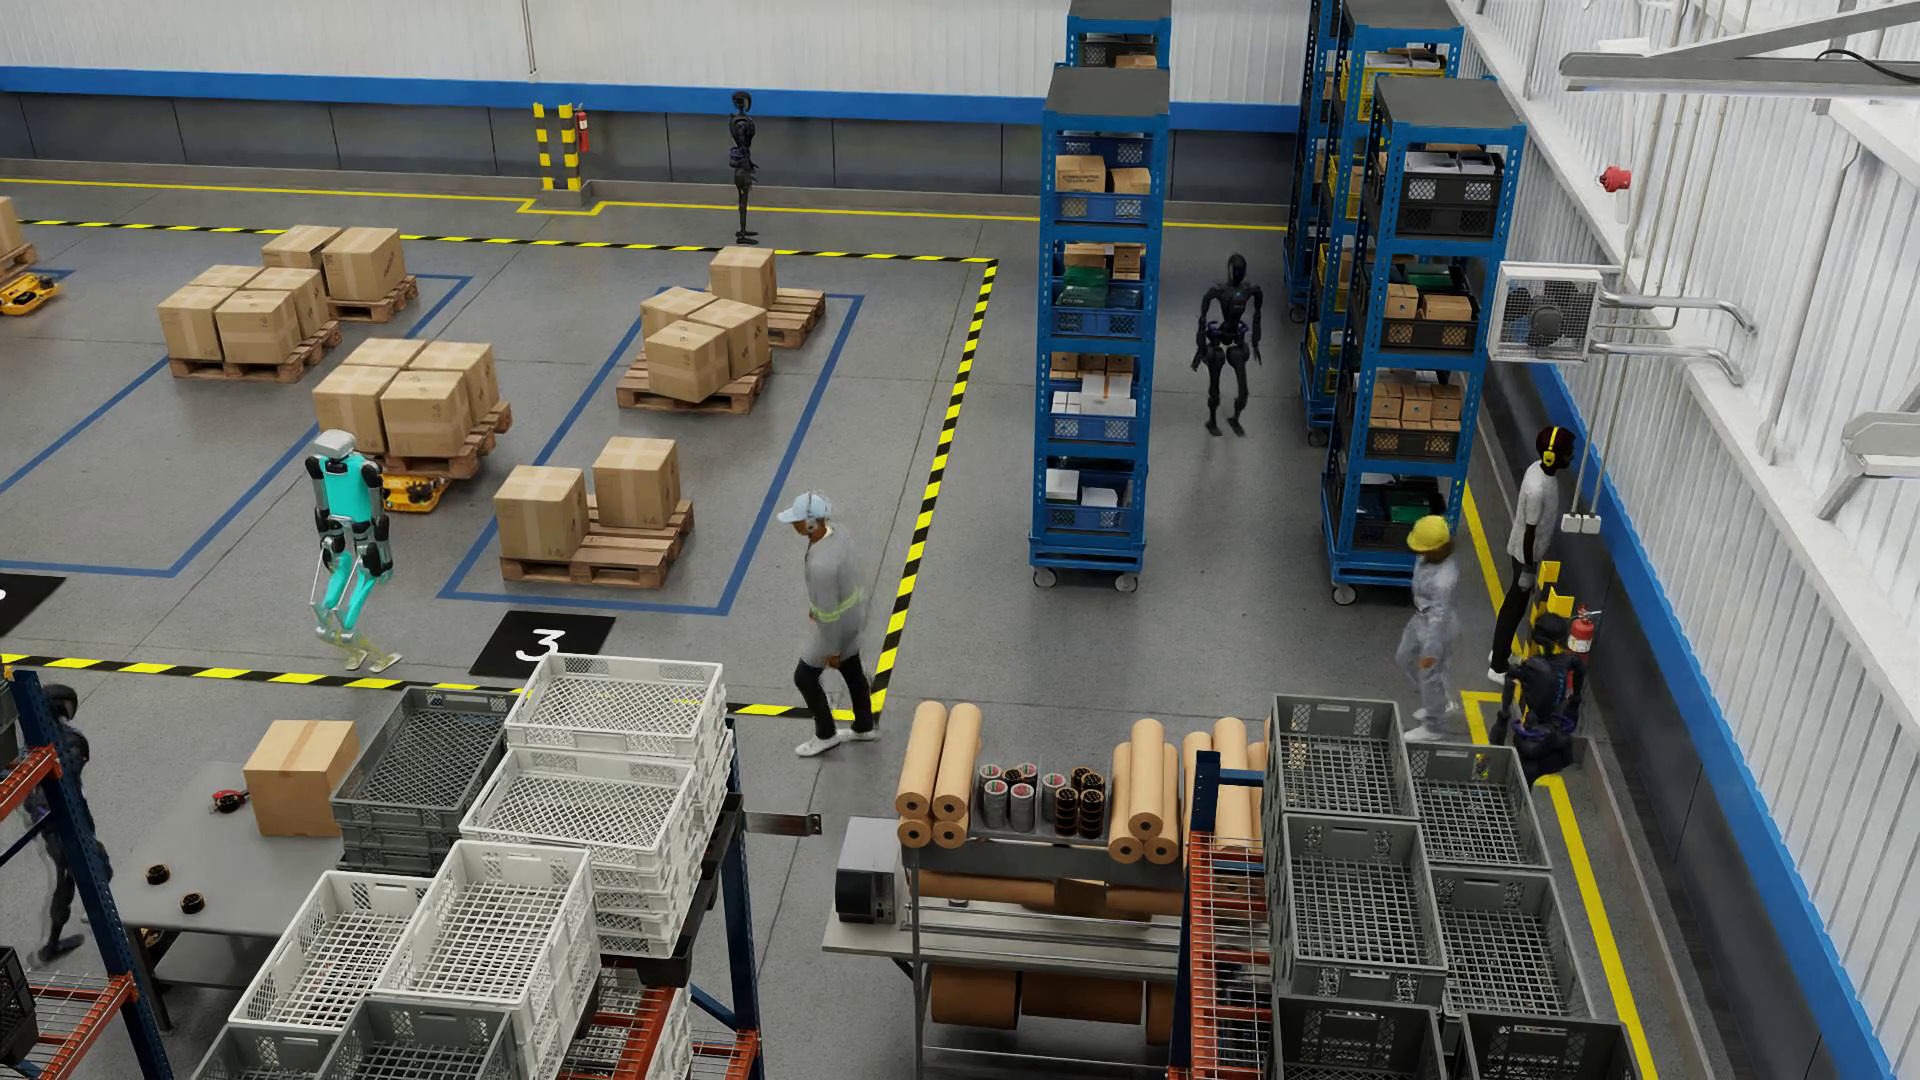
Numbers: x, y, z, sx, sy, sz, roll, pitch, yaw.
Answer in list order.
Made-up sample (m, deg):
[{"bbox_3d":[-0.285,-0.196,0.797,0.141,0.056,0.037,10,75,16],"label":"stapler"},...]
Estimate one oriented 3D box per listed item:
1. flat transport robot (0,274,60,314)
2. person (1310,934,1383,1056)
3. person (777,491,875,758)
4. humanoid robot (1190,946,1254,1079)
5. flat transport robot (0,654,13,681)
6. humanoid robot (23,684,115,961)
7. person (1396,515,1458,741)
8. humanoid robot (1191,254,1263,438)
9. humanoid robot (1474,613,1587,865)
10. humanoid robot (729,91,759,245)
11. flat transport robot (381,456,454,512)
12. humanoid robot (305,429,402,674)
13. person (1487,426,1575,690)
[{"bbox_3d":[-10.092,-2.553,17.031,1.431,0.197,0.652,3,30,6],"label":"flat transport robot"},{"bbox_3d":[1.605,2.291,7.169,0.375,1.843,0.566,-8,31,-13],"label":"person"},{"bbox_3d":[-0.831,0.518,10.241,0.635,1.822,0.601,3,30,5],"label":"person"},{"bbox_3d":[1.167,2.363,7.276,0.730,1.649,0.585,-11,32,-18],"label":"humanoid robot"},{"bbox_3d":[-7.142,0.969,11.010,1.431,0.231,0.659,3,30,6],"label":"flat transport robot"},{"bbox_3d":[-4.724,1.460,8.796,0.594,1.622,0.740,27,39,38],"label":"humanoid robot"},{"bbox_3d":[2.890,0.555,10.290,0.505,1.695,0.520,0,30,-1],"label":"person"},{"bbox_3d":[2.270,-1.647,14.102,0.611,1.643,0.369,-6,31,-10],"label":"humanoid robot"},{"bbox_3d":[3.225,1.158,9.351,0.591,1.627,0.831,-10,32,-16],"label":"humanoid robot"},{"bbox_3d":[-2.378,-4.123,18.342,0.315,1.655,0.599,-2,30,-4],"label":"humanoid robot"},{"bbox_3d":[-4.457,-0.671,13.799,0.652,0.197,1.431,3,30,6],"label":"flat transport robot"},{"bbox_3d":[-4.035,0.160,10.805,0.533,1.677,0.735,9,31,15],"label":"humanoid robot"},{"bbox_3d":[3.754,0.102,10.905,0.328,1.873,0.517,11,32,18],"label":"person"}]
